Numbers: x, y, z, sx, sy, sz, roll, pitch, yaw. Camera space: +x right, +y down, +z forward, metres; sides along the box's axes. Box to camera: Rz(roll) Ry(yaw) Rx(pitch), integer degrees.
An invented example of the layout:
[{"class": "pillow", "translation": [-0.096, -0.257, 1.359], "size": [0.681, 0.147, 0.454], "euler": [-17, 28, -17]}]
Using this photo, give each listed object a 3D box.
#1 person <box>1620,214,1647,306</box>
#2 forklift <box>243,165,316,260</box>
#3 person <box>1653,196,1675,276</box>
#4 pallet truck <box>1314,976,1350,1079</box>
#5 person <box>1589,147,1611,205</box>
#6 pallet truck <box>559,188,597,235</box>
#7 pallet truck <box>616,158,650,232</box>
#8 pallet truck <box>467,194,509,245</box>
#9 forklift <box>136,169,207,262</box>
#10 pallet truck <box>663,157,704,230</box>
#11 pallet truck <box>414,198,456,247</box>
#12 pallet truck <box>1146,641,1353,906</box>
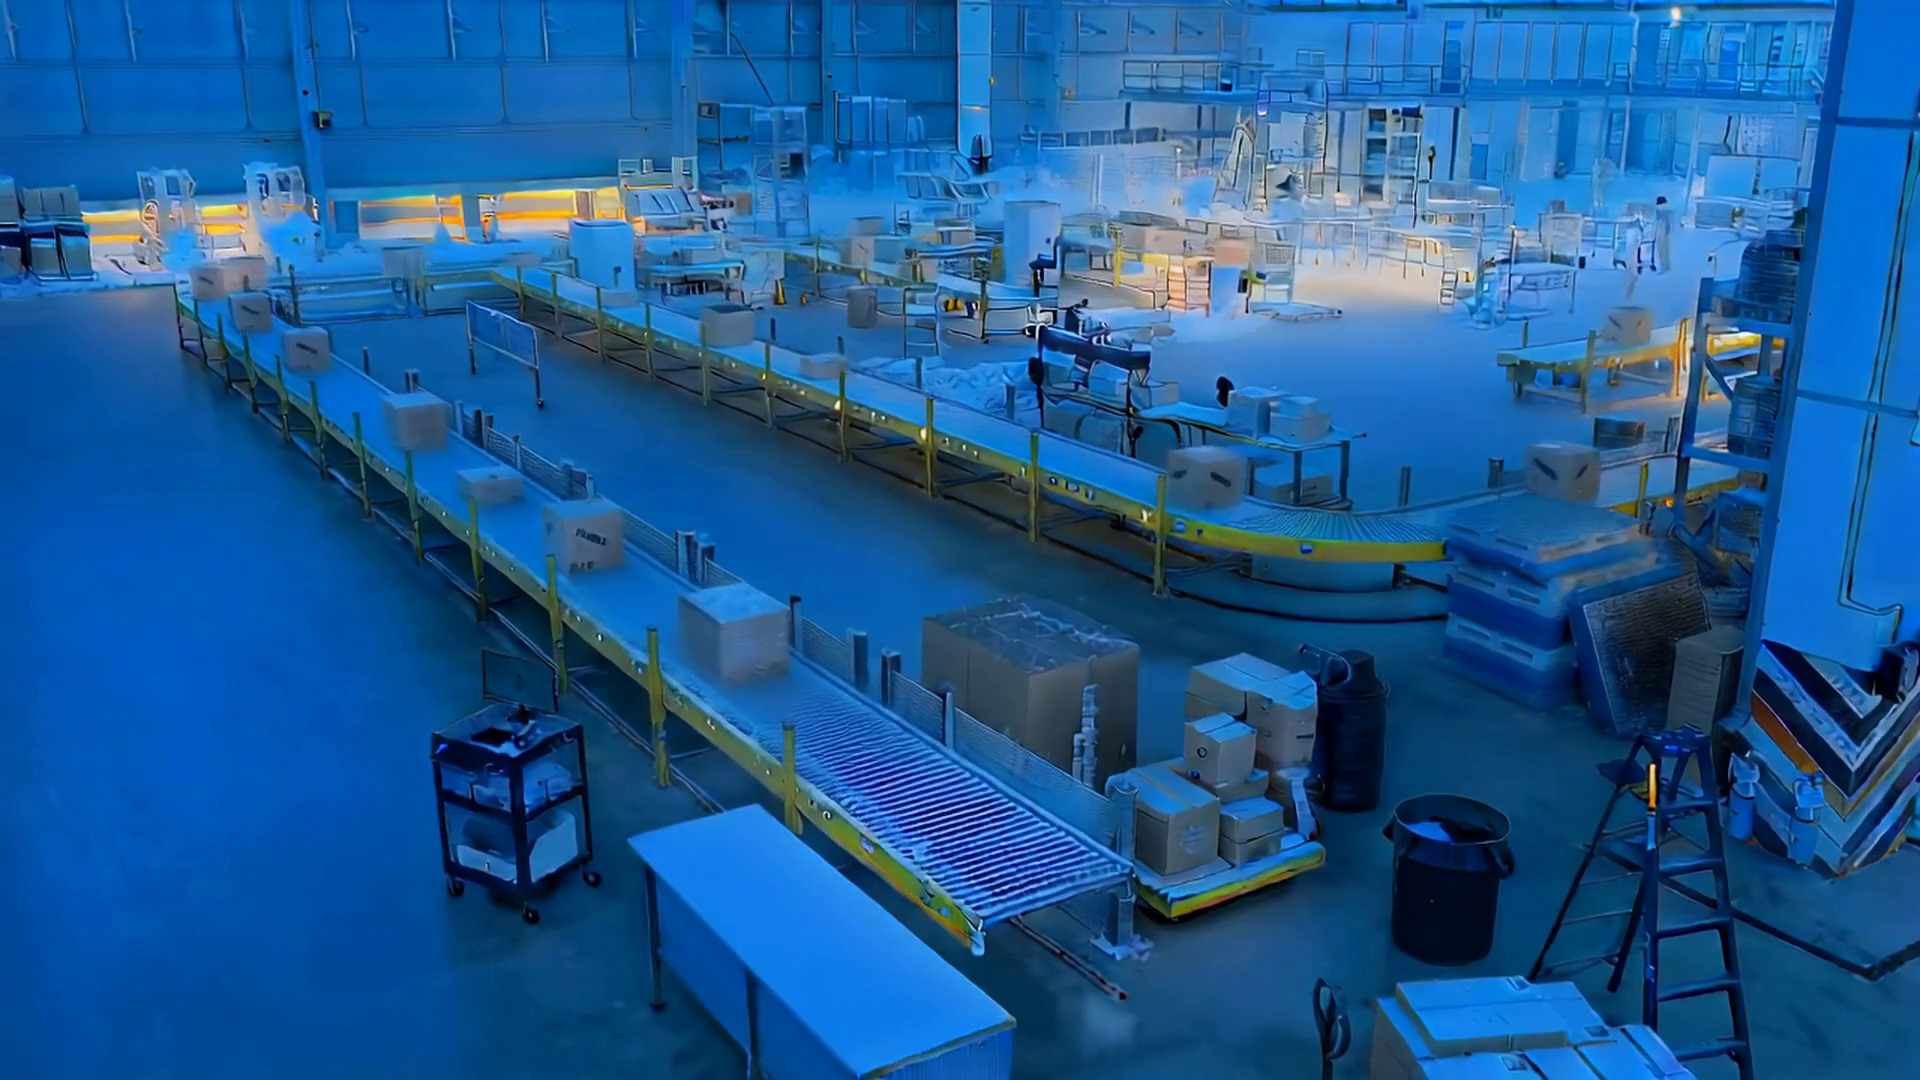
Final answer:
[{"class": "person", "translation": [12.616, -5.164, 31.124], "size": [0.313, 1.869, 0.538], "euler": [-2, 17, -7]}, {"class": "forklift", "translation": [-15.898, -7.669, 38.708], "size": [1.157, 1.987, 2.680], "euler": [-11, 20, -33]}, {"class": "person", "translation": [15.404, -6.626, 36.231], "size": [0.591, 1.724, 0.588], "euler": [-6, 18, -19]}, {"class": "pallet truck", "translation": [2.299, 2.390, 7.086], "size": [1.601, 1.201, 0.680], "euler": [-2, 17, -7]}, {"class": "person", "translation": [19.293, -10.888, 50.178], "size": [0.578, 1.871, 0.426], "euler": [-6, 18, -20]}, {"class": "pallet truck", "translation": [-10.010, -8.652, 43.699], "size": [0.653, 1.274, 1.630], "euler": [-10, 20, -31]}, {"class": "pallet truck", "translation": [-8.918, -9.176, 44.255], "size": [0.823, 1.965, 1.885], "euler": [-9, 19, -27]}, {"class": "pallet truck", "translation": [-11.983, -8.177, 42.137], "size": [0.704, 1.261, 1.522], "euler": [-11, 20, -33]}, {"class": "forklift", "translation": [-17.842, -7.318, 37.559], "size": [1.157, 1.987, 2.680], "euler": [-10, 20, -31]}, {"class": "pallet truck", "translation": [-7.586, -9.308, 44.692], "size": [0.823, 1.965, 1.885], "euler": [-11, 20, -33]}, {"class": "pallet truck", "translation": [-13.250, -8.060, 41.856], "size": [0.680, 1.201, 1.601], "euler": [-10, 20, -31]}, {"class": "pallet truck", "translation": [1.664, 1.407, 10.232], "size": [1.630, 1.274, 0.653], "euler": [-10, 20, -31]}]
